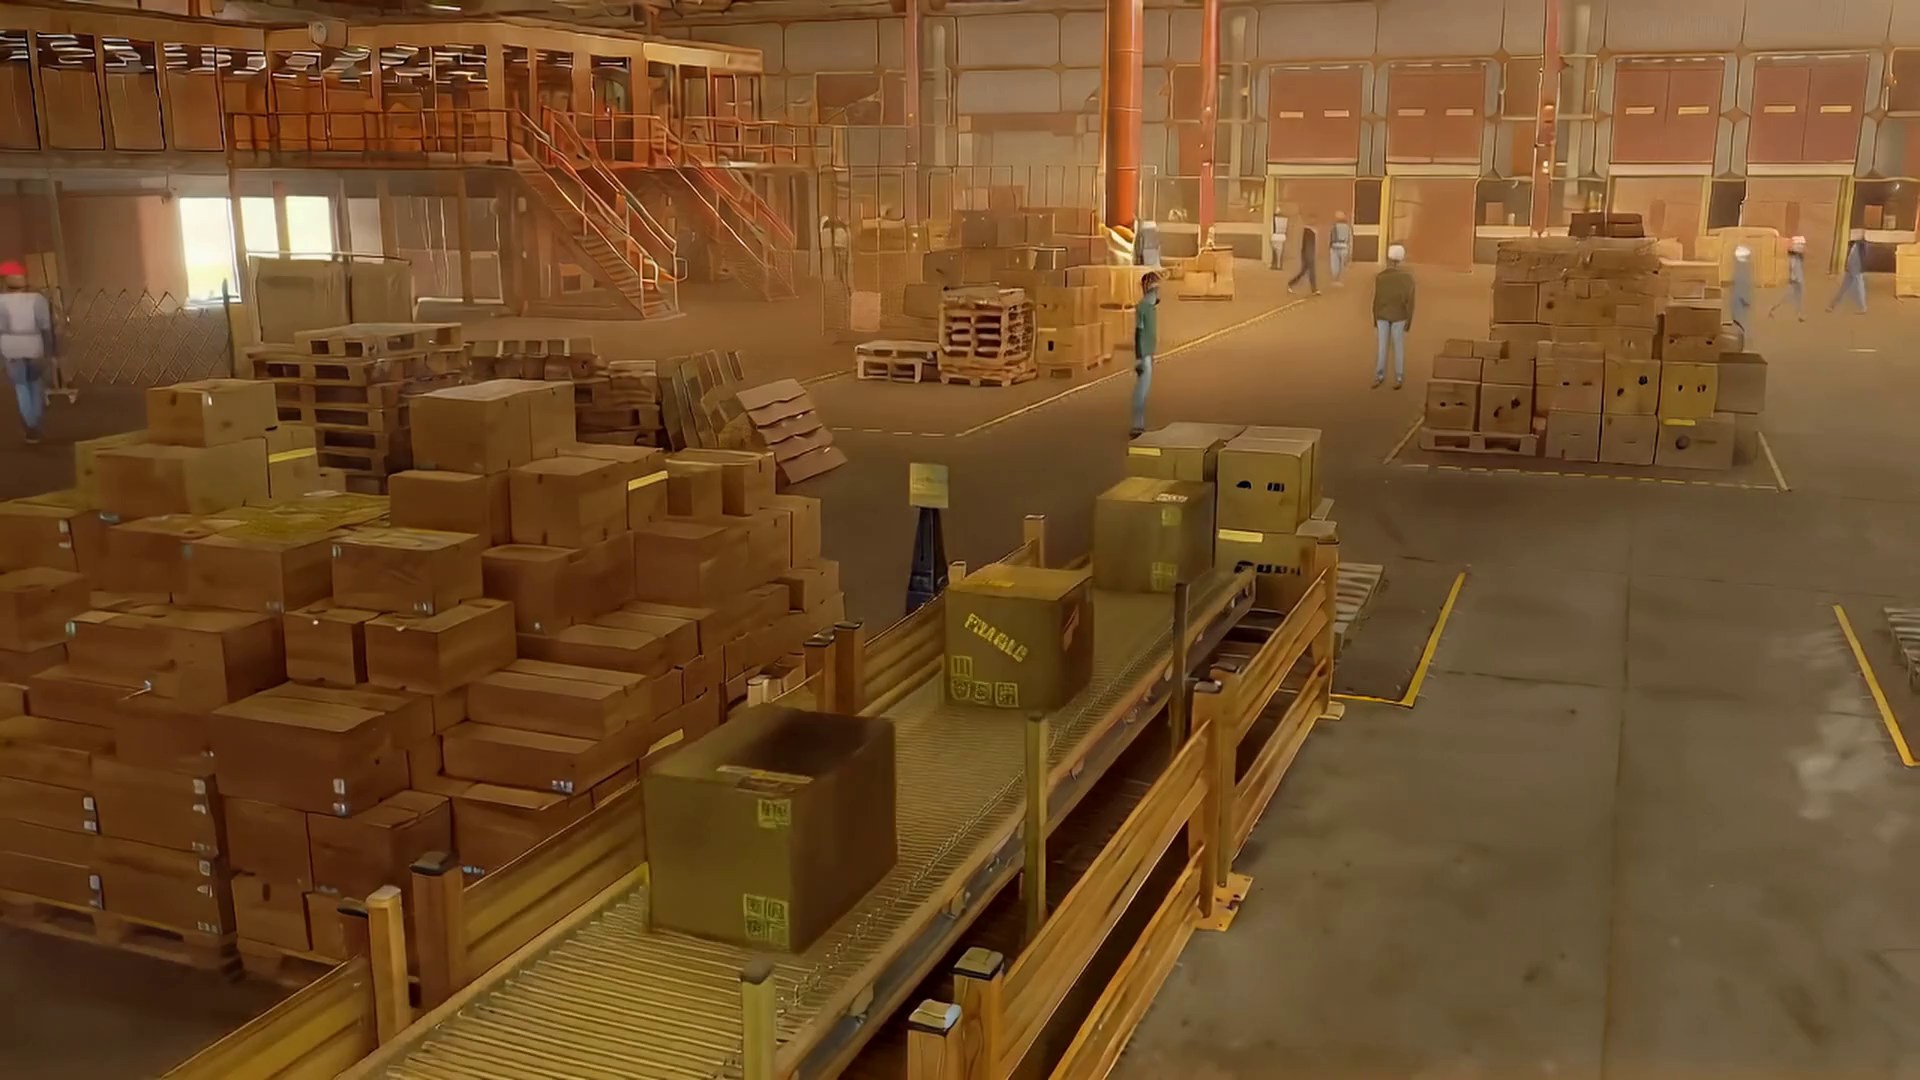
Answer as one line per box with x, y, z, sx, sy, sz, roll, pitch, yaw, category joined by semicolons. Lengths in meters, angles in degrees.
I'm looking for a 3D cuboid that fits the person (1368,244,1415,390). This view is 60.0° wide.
5.970;-3.073;22.966;0.373;1.997;0.615;-11;17;-41;person

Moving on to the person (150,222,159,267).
-22.996;-8.458;47.309;0.403;1.904;0.651;-6;14;-24;person

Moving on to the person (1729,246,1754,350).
13.085;-4.060;27.953;0.461;1.748;0.543;1;13;6;person

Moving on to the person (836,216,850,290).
-2.923;-7.262;42.111;0.429;1.842;0.635;-3;13;-12;person

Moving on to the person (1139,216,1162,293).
4.661;-6.934;40.524;0.602;1.888;0.859;5;14;22;person

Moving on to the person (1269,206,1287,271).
9.495;-9.018;49.774;0.551;1.933;0.369;-4;13;-15;person

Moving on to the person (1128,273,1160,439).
2.095;-2.077;18.791;0.309;1.868;0.534;5;14;22;person

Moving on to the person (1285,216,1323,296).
8.260;-6.777;39.789;0.898;1.915;0.637;0;13;1;person

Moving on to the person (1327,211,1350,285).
9.939;-7.682;43.792;0.628;1.924;0.585;-5;13;-21;person

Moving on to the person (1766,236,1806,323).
16.519;-5.188;33.074;0.490;1.723;0.717;-8;15;-32;person

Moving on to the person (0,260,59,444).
-10.505;-2.102;18.575;0.857;2.009;0.661;12;17;43;person

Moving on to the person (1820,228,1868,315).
18.580;-5.597;34.751;0.955;1.791;0.651;7;14;28;person
